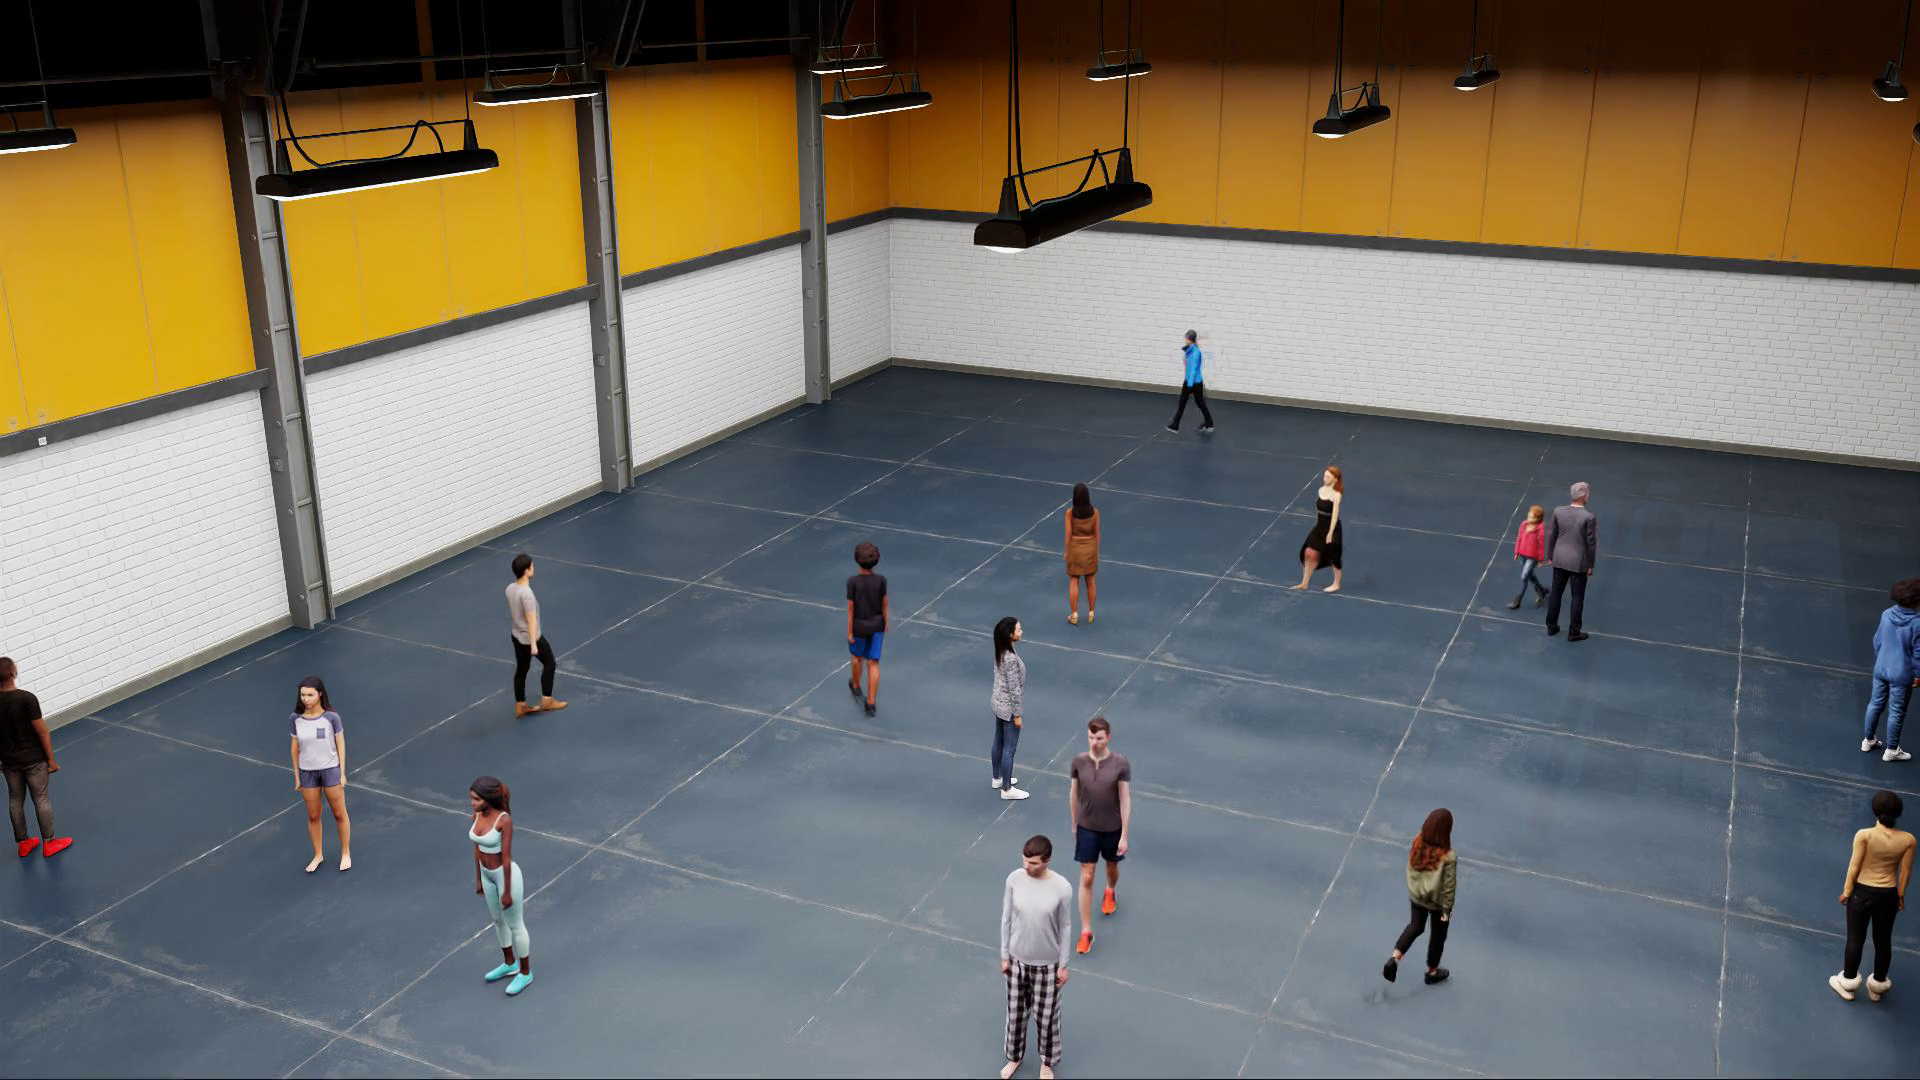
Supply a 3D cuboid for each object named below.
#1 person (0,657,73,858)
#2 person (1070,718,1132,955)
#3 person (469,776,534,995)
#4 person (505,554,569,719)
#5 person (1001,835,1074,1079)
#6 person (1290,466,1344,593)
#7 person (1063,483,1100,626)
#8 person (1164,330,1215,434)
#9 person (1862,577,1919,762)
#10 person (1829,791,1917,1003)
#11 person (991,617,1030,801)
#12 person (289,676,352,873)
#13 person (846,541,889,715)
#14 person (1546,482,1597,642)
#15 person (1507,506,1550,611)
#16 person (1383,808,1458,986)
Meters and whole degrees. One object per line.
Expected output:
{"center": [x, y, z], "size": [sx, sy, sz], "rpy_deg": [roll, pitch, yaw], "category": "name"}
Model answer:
{"center": [-7.984, 1.843, 14.154], "size": [0.717, 1.805, 0.679], "rpy_deg": [0, 19, 1], "category": "person"}
{"center": [1.130, 2.227, 13.004], "size": [0.831, 1.811, 1.223], "rpy_deg": [4, 19, 11], "category": "person"}
{"center": [-3.393, 2.517, 12.279], "size": [0.588, 1.725, 0.574], "rpy_deg": [12, 22, 32], "category": "person"}
{"center": [-4.448, 0.998, 16.819], "size": [0.871, 1.705, 0.786], "rpy_deg": [-17, 25, -40], "category": "person"}
{"center": [0.506, 2.804, 11.235], "size": [0.647, 1.846, 0.571], "rpy_deg": [6, 20, 18], "category": "person"}
{"center": [4.566, -0.119, 20.296], "size": [0.997, 1.602, 0.899], "rpy_deg": [-9, 21, -25], "category": "person"}
{"center": [1.414, 0.158, 19.342], "size": [0.648, 1.686, 0.678], "rpy_deg": [-3, 19, -10], "category": "person"}
{"center": [3.901, -2.582, 27.394], "size": [1.217, 1.741, 1.180], "rpy_deg": [-4, 19, -10], "category": "person"}
{"center": [8.997, 1.226, 15.974], "size": [0.805, 1.812, 0.755], "rpy_deg": [-7, 20, -21], "category": "person"}
{"center": [6.689, 2.593, 12.156], "size": [0.638, 1.658, 0.610], "rpy_deg": [3, 19, 10], "category": "person"}
{"center": [0.431, 1.516, 15.238], "size": [0.740, 1.733, 0.671], "rpy_deg": [-6, 19, -17], "category": "person"}
{"center": [-5.362, 1.948, 13.953], "size": [0.663, 1.734, 0.677], "rpy_deg": [-2, 19, -6], "category": "person"}
{"center": [-0.925, 0.926, 16.935], "size": [0.979, 1.768, 1.071], "rpy_deg": [-5, 19, -14], "category": "person"}
{"center": [6.950, 0.230, 18.893], "size": [0.762, 1.836, 0.802], "rpy_deg": [-16, 24, -39], "category": "person"}
{"center": [6.850, 0.198, 19.853], "size": [0.940, 1.286, 0.821], "rpy_deg": [-9, 21, -25], "category": "person"}
{"center": [3.420, 2.659, 12.271], "size": [0.935, 1.461, 0.811], "rpy_deg": [-12, 22, -32], "category": "person"}
